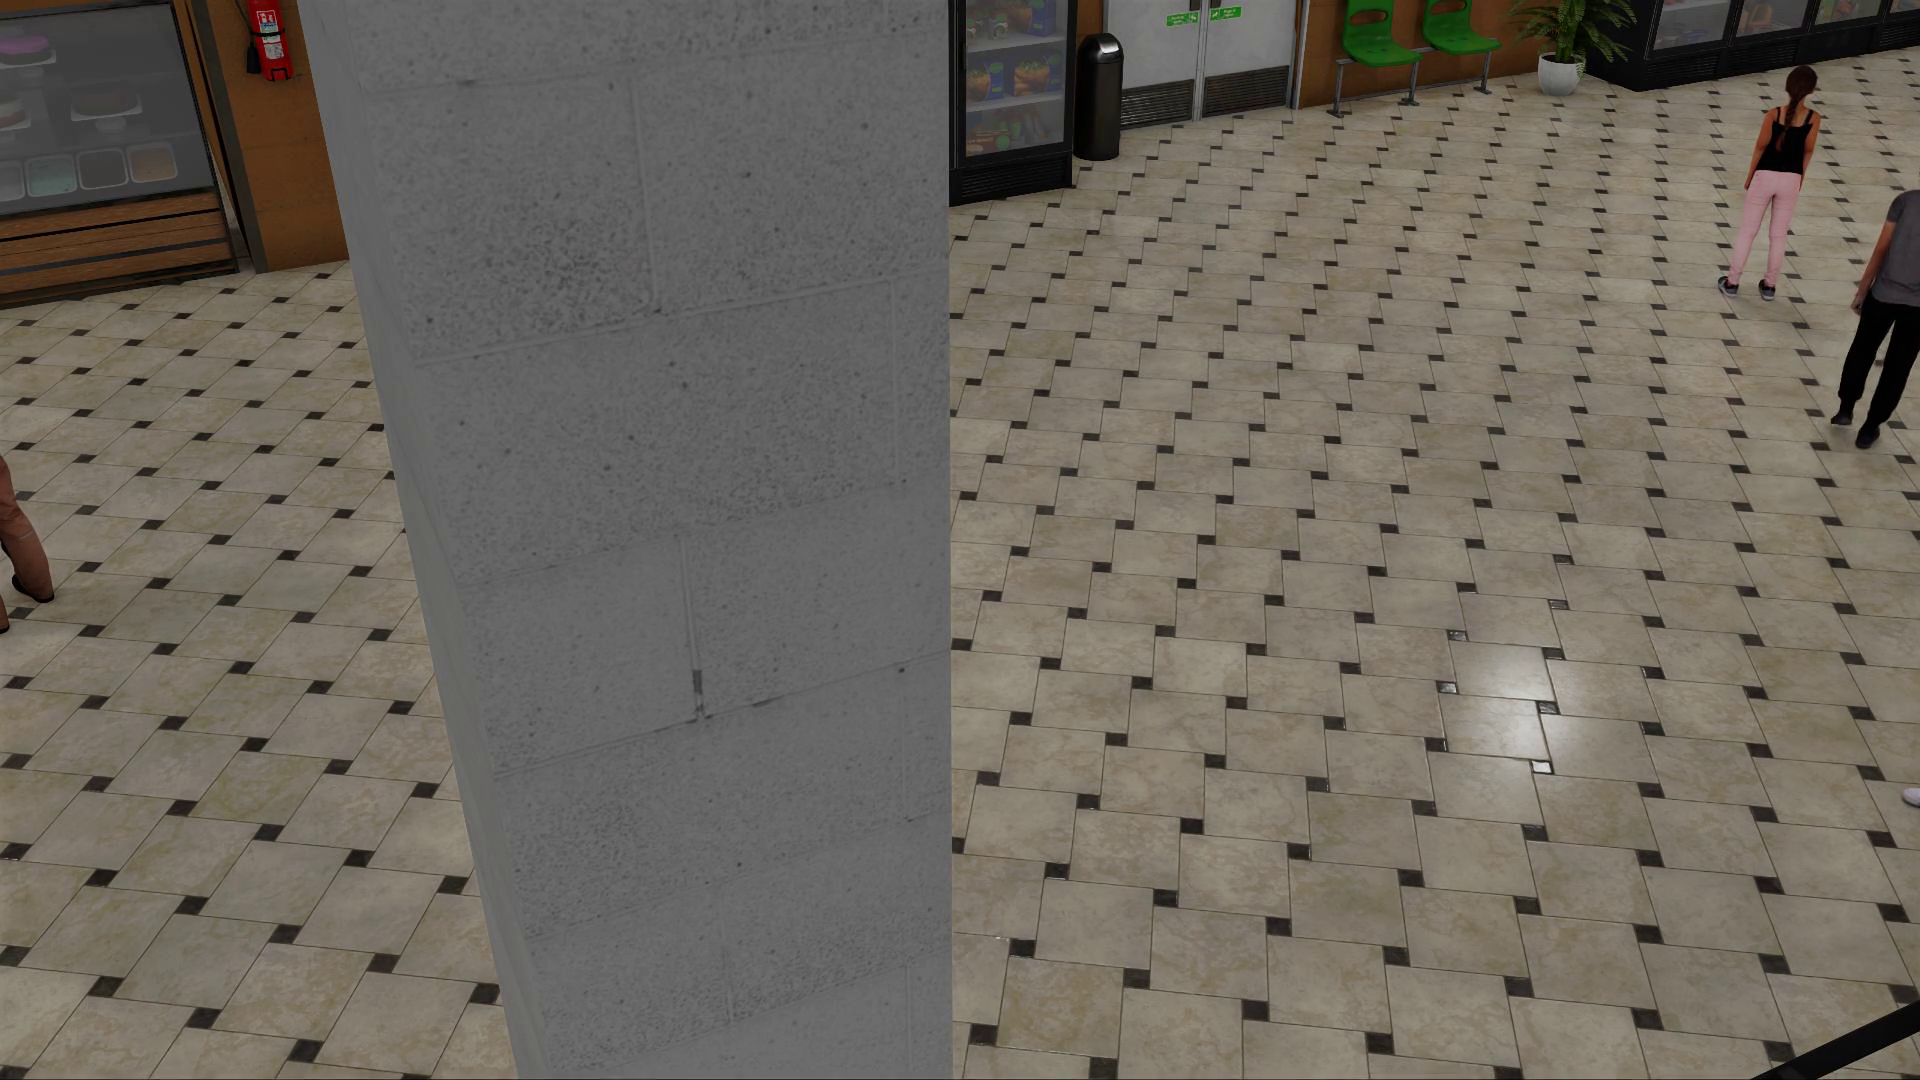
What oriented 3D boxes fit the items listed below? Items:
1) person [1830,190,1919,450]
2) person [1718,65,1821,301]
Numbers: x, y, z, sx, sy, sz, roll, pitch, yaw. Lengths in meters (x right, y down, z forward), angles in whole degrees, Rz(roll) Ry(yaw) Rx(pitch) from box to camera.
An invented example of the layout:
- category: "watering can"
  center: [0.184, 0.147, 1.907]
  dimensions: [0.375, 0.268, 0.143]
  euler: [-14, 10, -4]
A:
- category: "person"
  center: [5.174, -1.296, 9.145]
  dimensions: [0.708, 1.745, 0.817]
  euler: [23, 38, 32]
- category: "person"
  center: [5.413, -2.363, 11.033]
  dimensions: [0.595, 1.562, 0.646]
  euler: [8, 33, 13]
